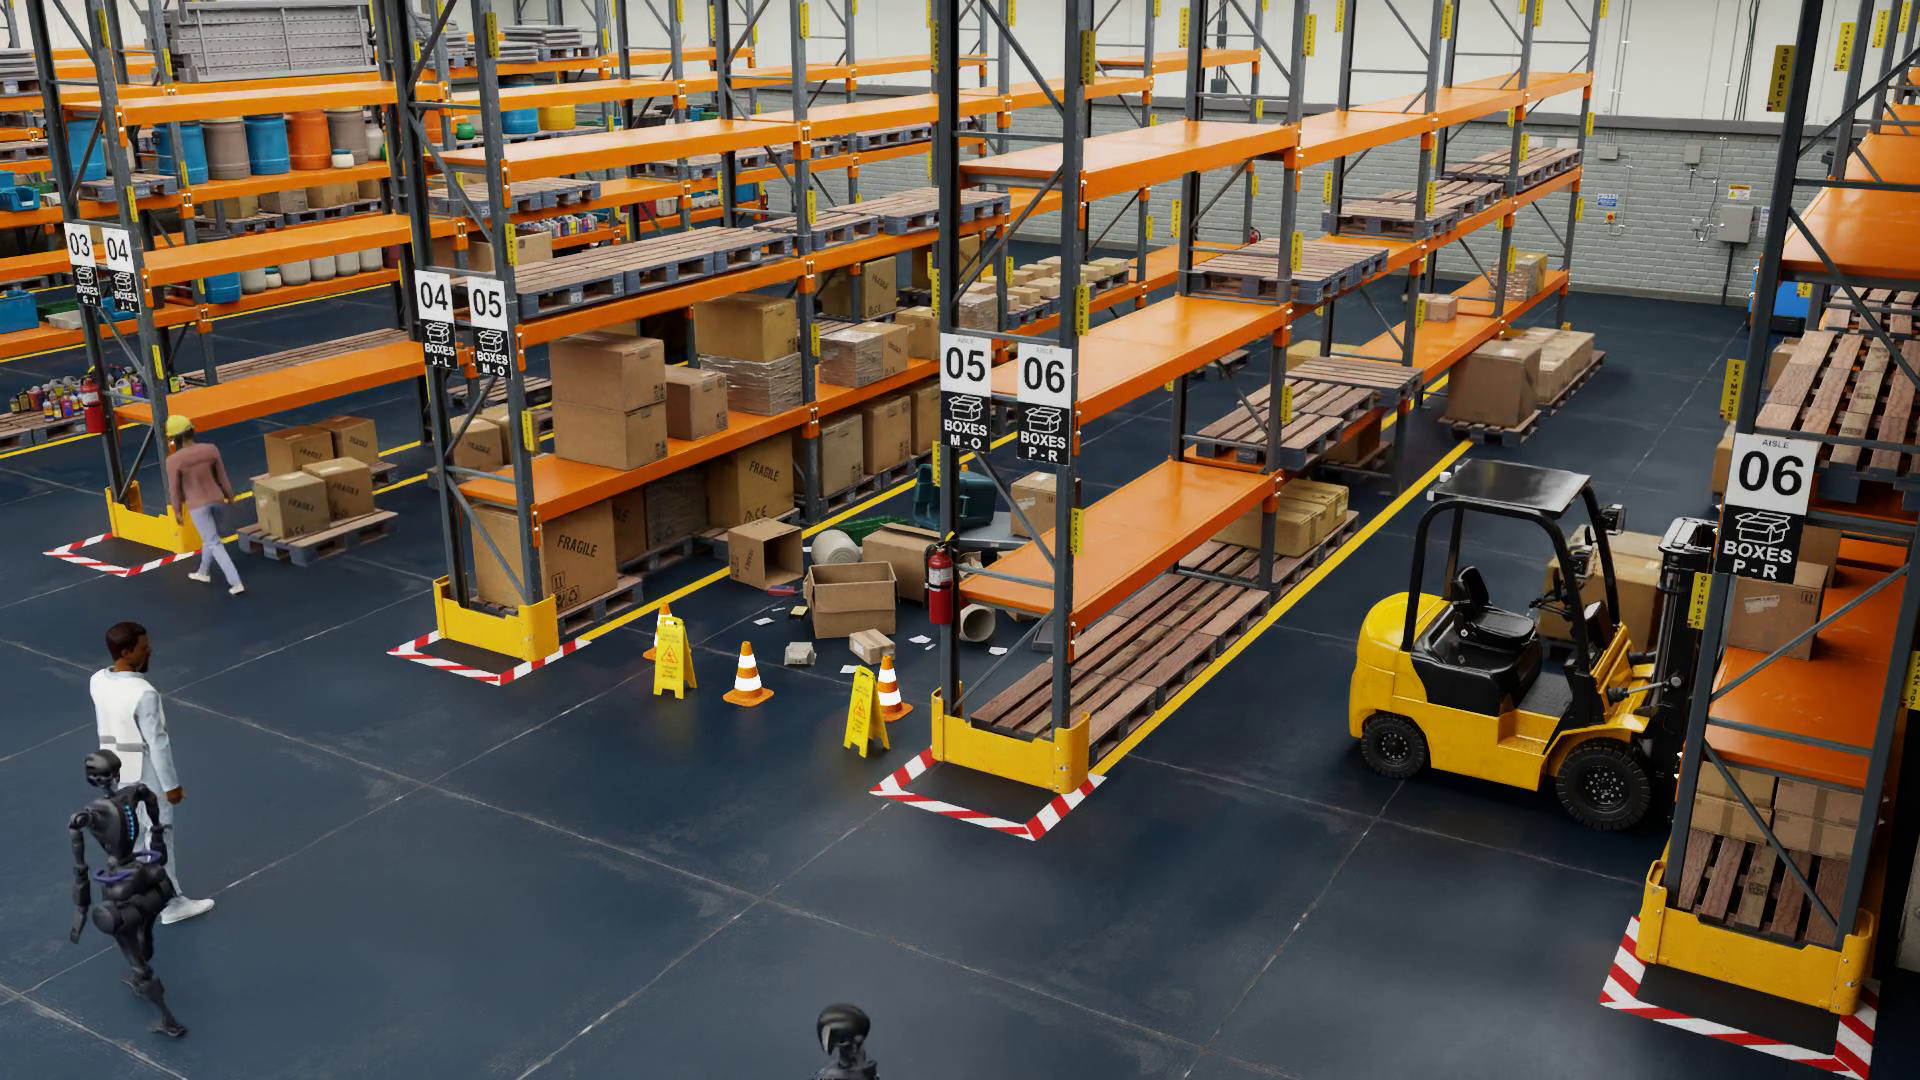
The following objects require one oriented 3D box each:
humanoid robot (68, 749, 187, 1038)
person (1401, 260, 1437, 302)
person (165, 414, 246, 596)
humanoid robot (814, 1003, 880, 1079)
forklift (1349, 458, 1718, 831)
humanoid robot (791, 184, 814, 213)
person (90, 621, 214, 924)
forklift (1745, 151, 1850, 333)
[{"bbox_3d":[-4.561,1.894,9.019,0.718,1.636,0.601,9,21,24],"label":"humanoid robot"},{"bbox_3d":[7.983,-4.824,28.448,0.877,1.648,0.538,14,23,34],"label":"person"},{"bbox_3d":[-6.975,-0.327,15.368,0.905,1.701,0.549,11,22,29],"label":"person"},{"bbox_3d":[-0.465,2.653,6.849,0.548,1.651,0.583,2,19,7],"label":"humanoid robot"},{"bbox_3d":[3.988,0.658,11.776,2.313,2.155,1.214,11,22,29],"label":"forklift"},{"bbox_3d":[-3.235,-6.710,33.930,0.594,1.626,0.718,-13,23,-33],"label":"humanoid robot"},{"bbox_3d":[-4.941,1.406,10.036,0.587,1.915,0.397,12,23,32],"label":"person"},{"bbox_3d":[13.620,-4.667,26.137,1.873,2.768,1.129,11,22,29],"label":"forklift"}]
